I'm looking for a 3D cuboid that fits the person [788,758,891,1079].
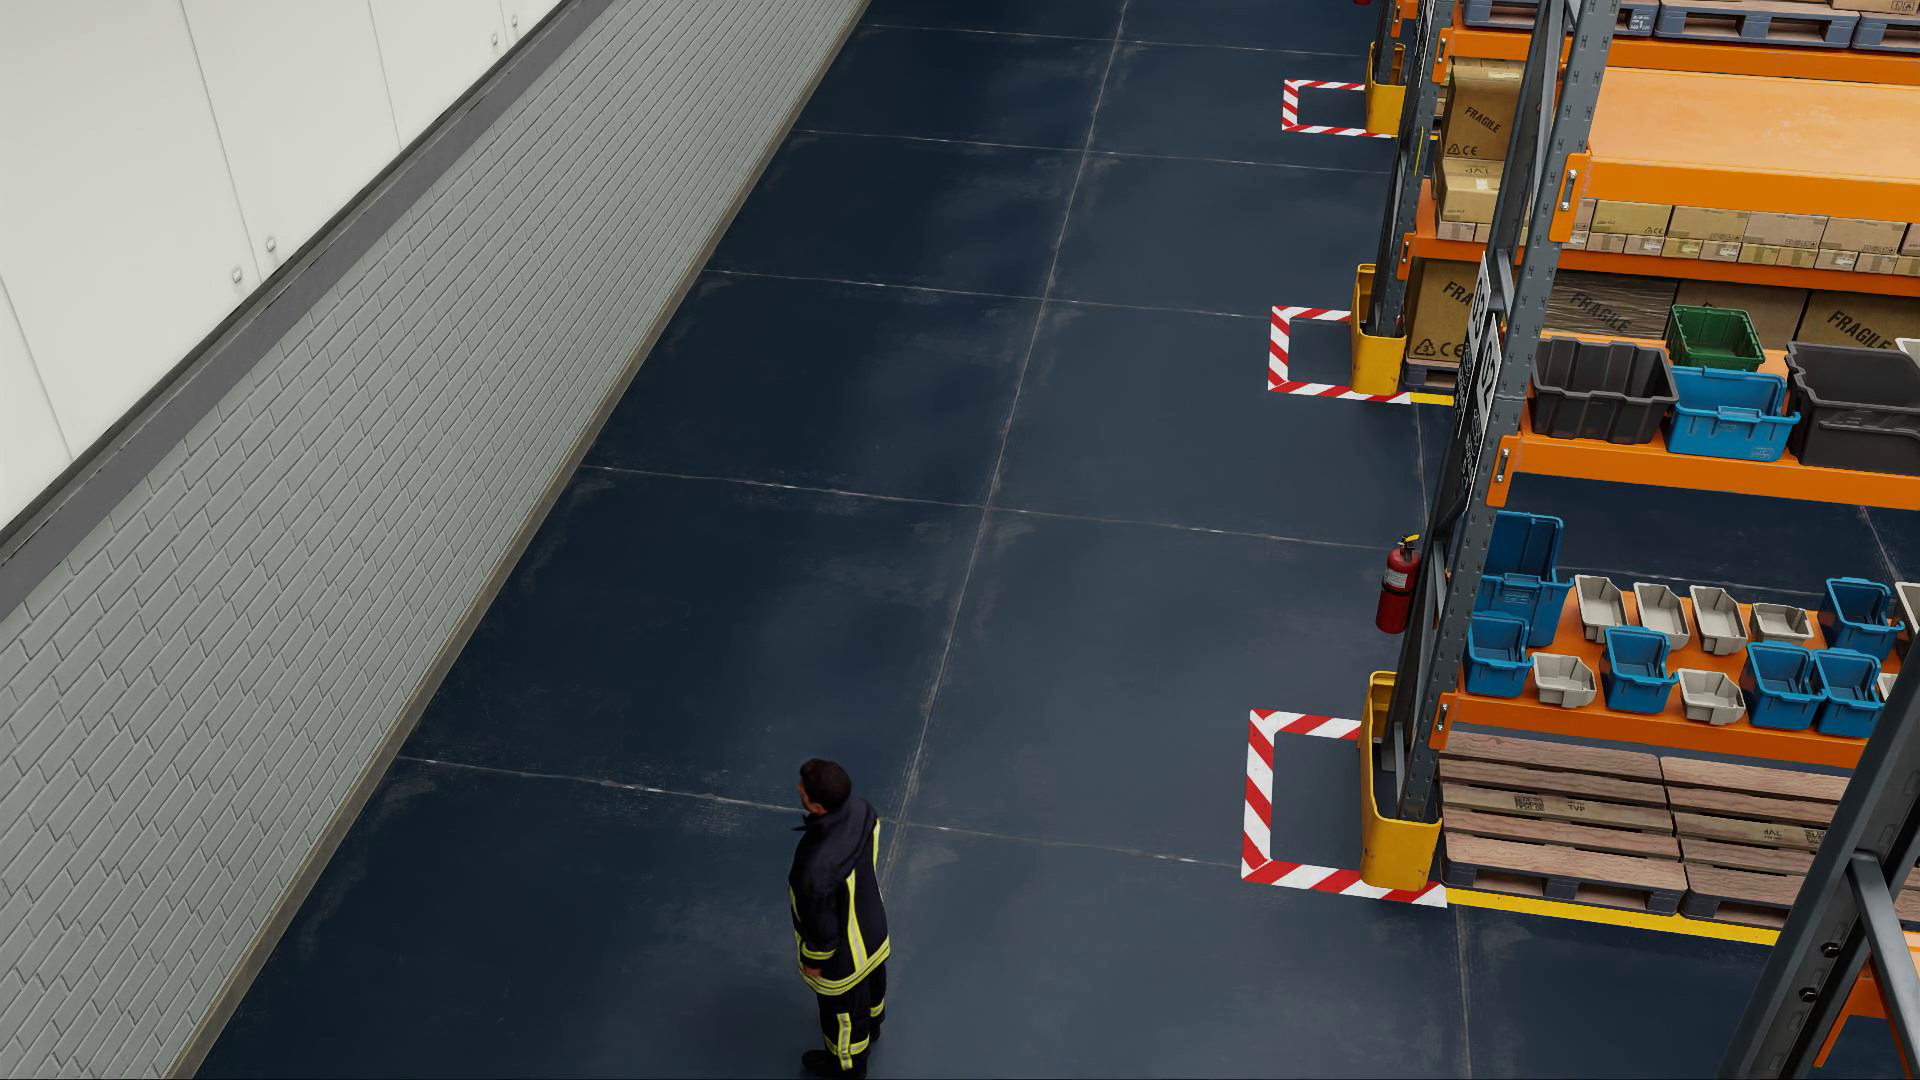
[{"bbox_3d":[-0.527,1.695,7.417,0.722,1.927,0.823,12,39,15],"label":"person"}]
